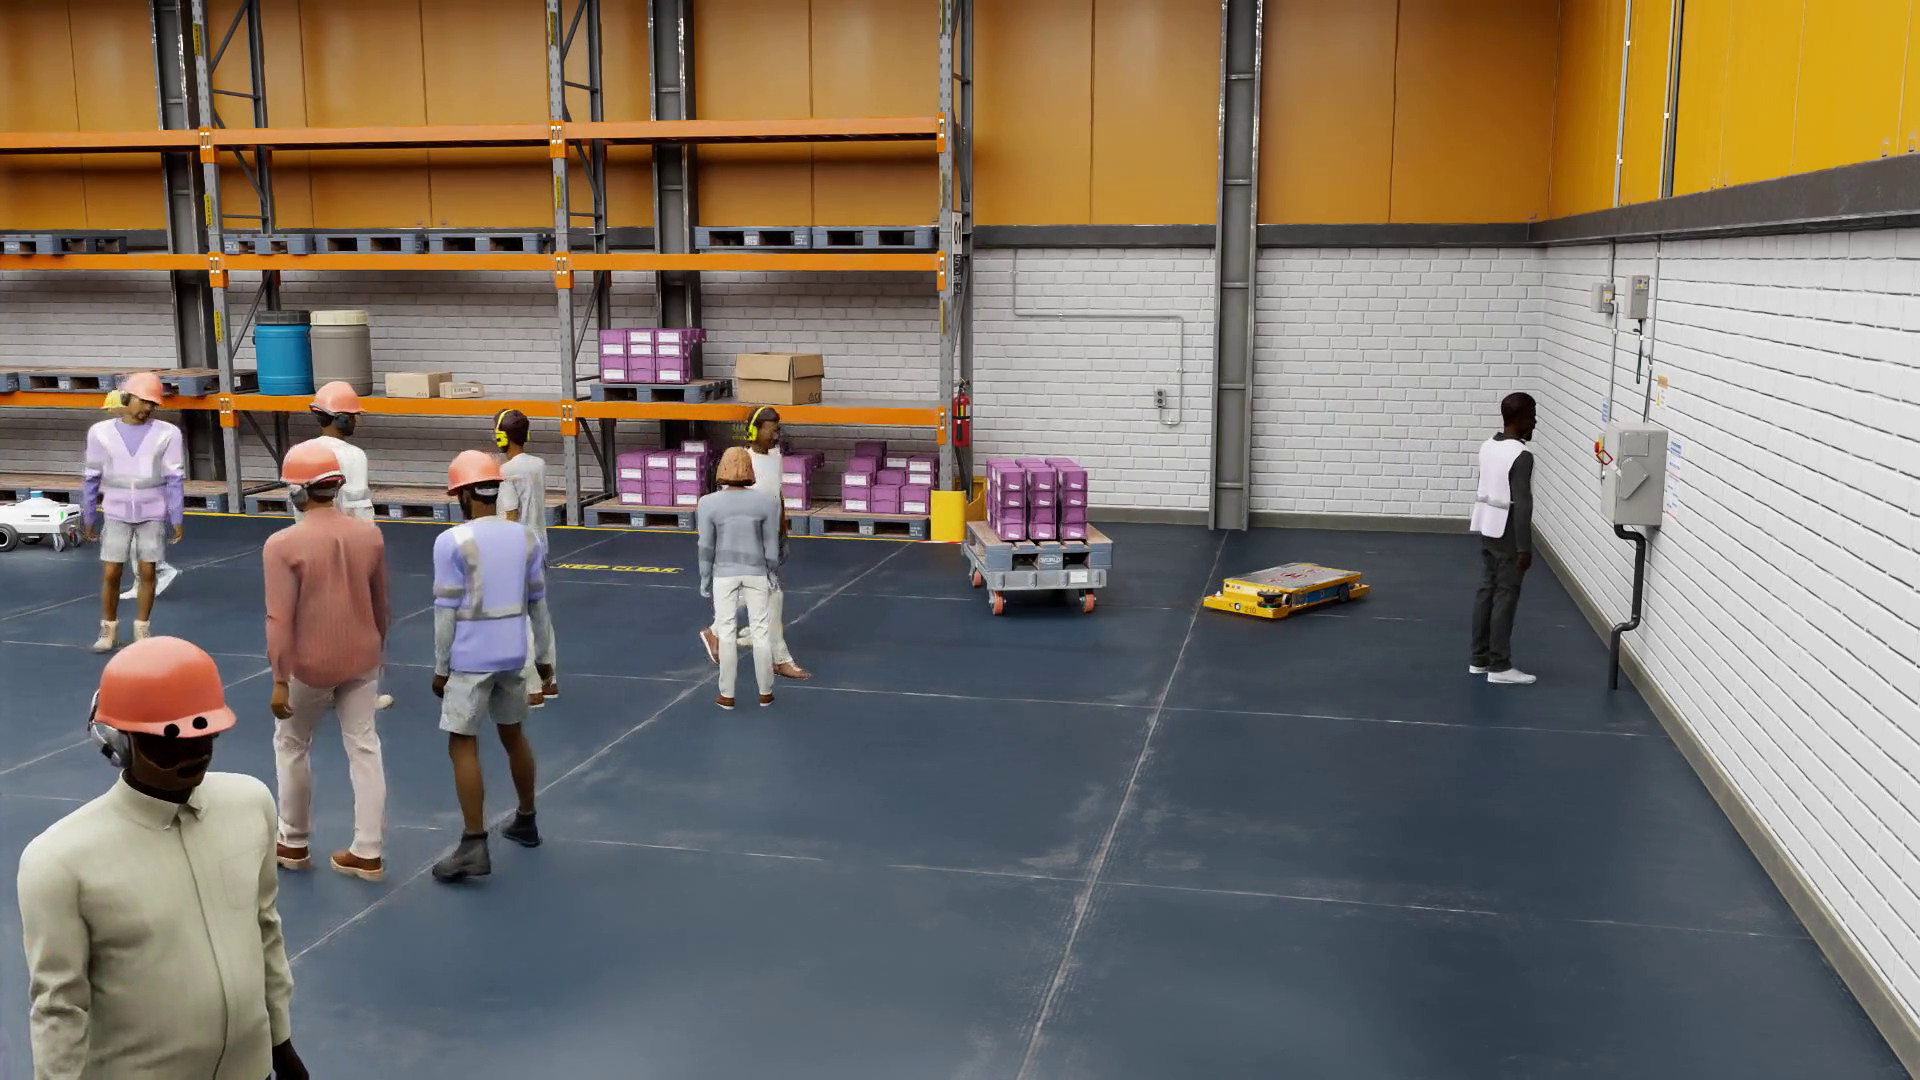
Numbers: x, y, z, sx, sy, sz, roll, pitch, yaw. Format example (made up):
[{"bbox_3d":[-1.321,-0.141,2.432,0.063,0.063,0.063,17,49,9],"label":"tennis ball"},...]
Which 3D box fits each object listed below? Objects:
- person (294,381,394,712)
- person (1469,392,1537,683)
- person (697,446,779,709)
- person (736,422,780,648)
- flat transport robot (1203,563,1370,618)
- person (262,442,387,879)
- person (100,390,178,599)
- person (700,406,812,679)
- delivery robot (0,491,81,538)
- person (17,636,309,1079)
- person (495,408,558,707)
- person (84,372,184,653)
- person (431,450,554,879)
[{"bbox_3d":[-3.787,0.049,10.209,0.614,2.041,0.393,5,11,30],"label":"person"},{"bbox_3d":[3.587,-0.019,10.983,0.373,1.916,0.596,-1,10,-8],"label":"person"},{"bbox_3d":[-1.370,0.236,10.308,0.501,1.633,0.285,-2,10,-13],"label":"person"},{"bbox_3d":[-1.466,-0.059,11.927,0.406,1.673,0.599,-1,10,-6],"label":"person"},{"bbox_3d":[2.654,0.391,13.421,0.652,0.197,1.431,9,13,43],"label":"flat transport robot"},{"bbox_3d":[-2.927,0.536,7.524,0.805,1.969,0.652,7,12,36],"label":"person"},{"bbox_3d":[-6.708,-0.357,13.532,0.438,1.728,0.498,-2,10,-9],"label":"person"},{"bbox_3d":[-1.405,-0.003,11.197,0.920,1.826,0.531,5,11,29],"label":"person"},{"bbox_3d":[-8.847,-0.227,15.966,0.707,0.478,0.477,1,10,3],"label":"delivery robot"},{"bbox_3d":[-1.696,1.182,3.643,0.390,1.991,0.623,5,11,26],"label":"person"},{"bbox_3d":[-2.729,0.117,10.340,0.319,1.863,0.521,2,10,14],"label":"person"},{"bbox_3d":[-5.803,-0.185,11.725,0.665,2.002,0.455,-4,10,-21],"label":"person"},{"bbox_3d":[-2.170,0.561,7.598,0.585,1.907,0.790,7,12,35],"label":"person"}]
